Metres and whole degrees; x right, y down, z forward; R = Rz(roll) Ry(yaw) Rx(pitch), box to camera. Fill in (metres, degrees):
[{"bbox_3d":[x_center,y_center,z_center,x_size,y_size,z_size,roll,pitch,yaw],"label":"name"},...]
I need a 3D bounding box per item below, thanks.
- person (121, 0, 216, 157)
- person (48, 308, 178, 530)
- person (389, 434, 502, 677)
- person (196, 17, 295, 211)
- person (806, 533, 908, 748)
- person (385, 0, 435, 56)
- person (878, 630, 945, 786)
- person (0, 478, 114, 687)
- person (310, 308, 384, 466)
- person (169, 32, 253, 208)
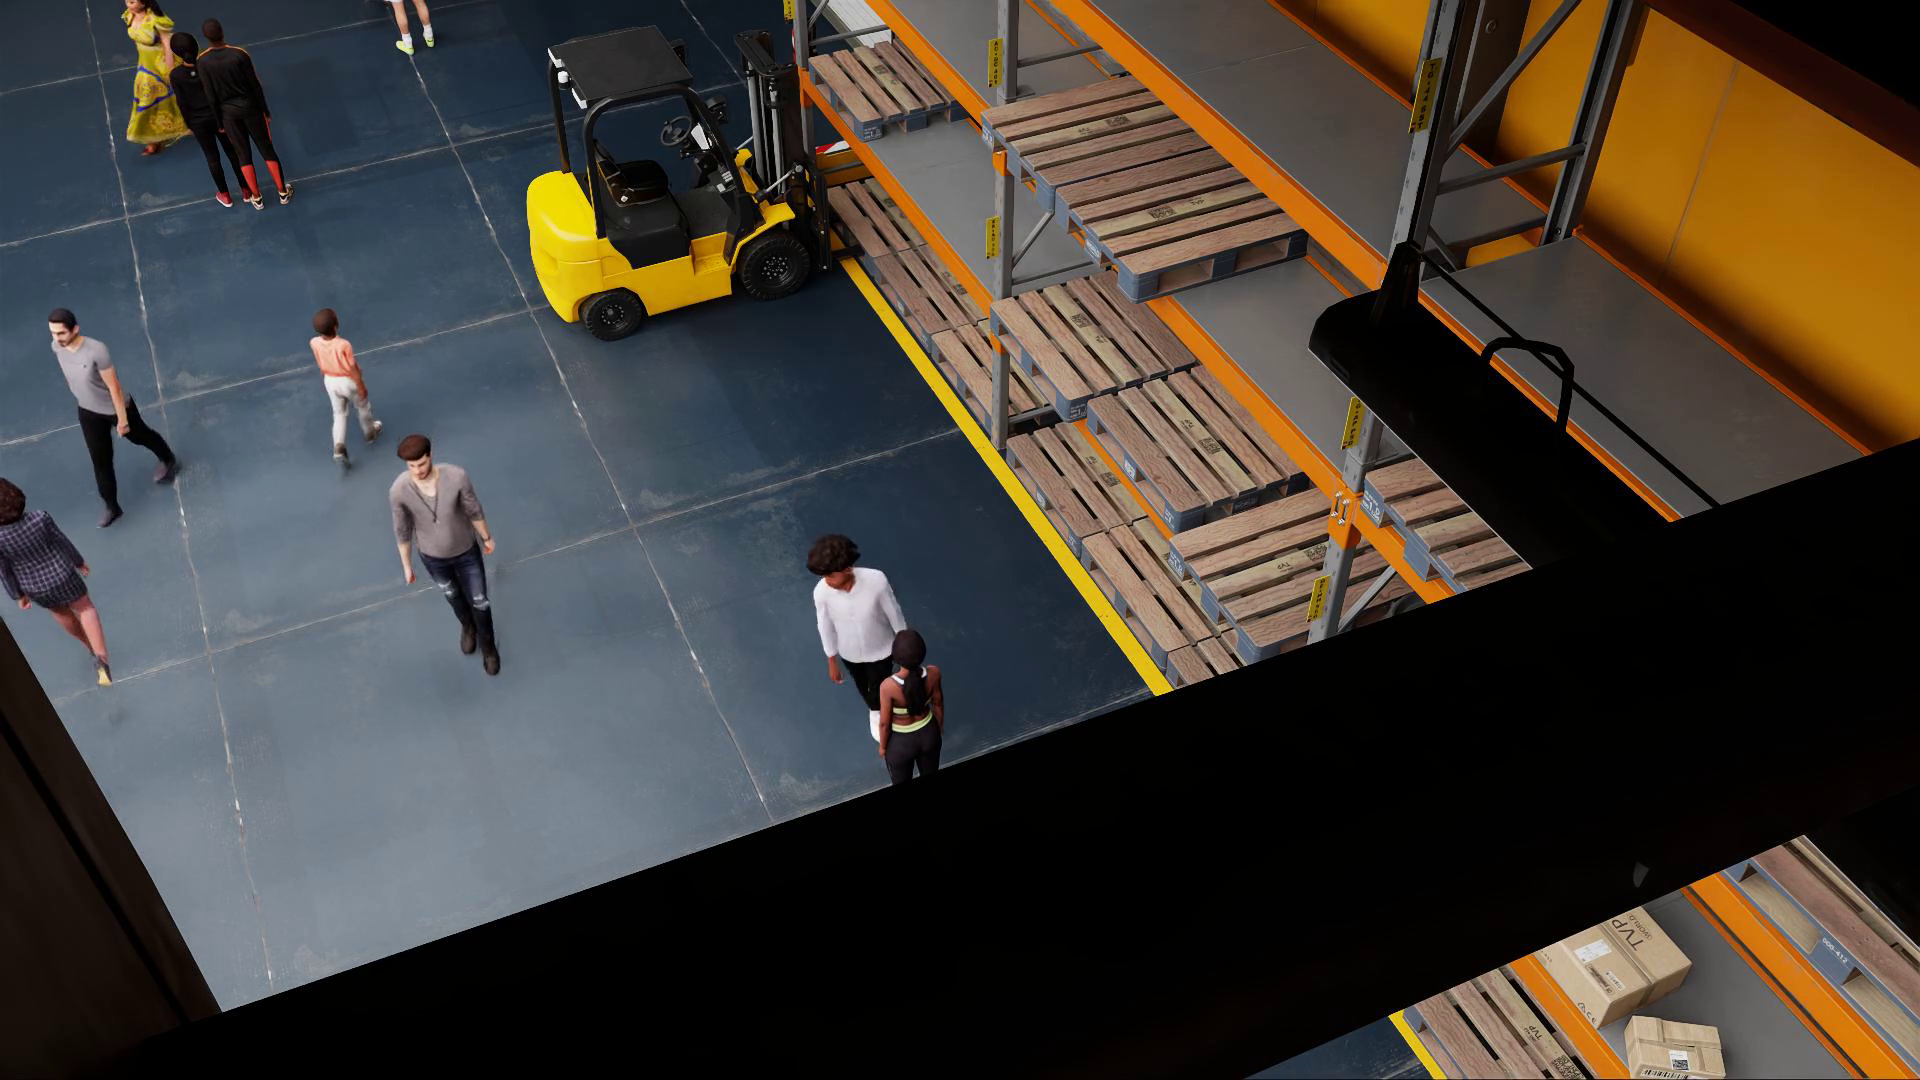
[{"bbox_3d":[-7.491,-4.531,15.768,1.240,1.622,1.323,12,45,12],"label":"person"},{"bbox_3d":[-6.102,-0.996,11.992,1.014,1.710,1.210,7,44,8],"label":"person"},{"bbox_3d":[-3.329,-0.010,10.830,0.821,1.886,0.859,-9,44,-9],"label":"person"},{"bbox_3d":[-6.432,-3.817,14.883,0.644,1.808,0.568,-13,45,-13],"label":"person"},{"bbox_3d":[-0.564,0.602,10.268,0.847,1.775,0.837,-7,44,-7],"label":"person"},{"bbox_3d":[-5.778,-5.908,17.055,0.684,1.838,0.634,-29,51,-27],"label":"person"},{"bbox_3d":[-0.272,1.171,9.685,0.557,1.755,0.500,-17,46,-17],"label":"person"},{"bbox_3d":[-5.797,0.325,10.638,0.702,1.665,0.931,-21,48,-21],"label":"person"},{"bbox_3d":[-4.648,-1.145,12.450,0.756,1.295,0.903,6,44,6],"label":"person"},{"bbox_3d":[-6.741,-3.785,14.945,0.603,1.675,0.539,-20,47,-20],"label":"person"}]
